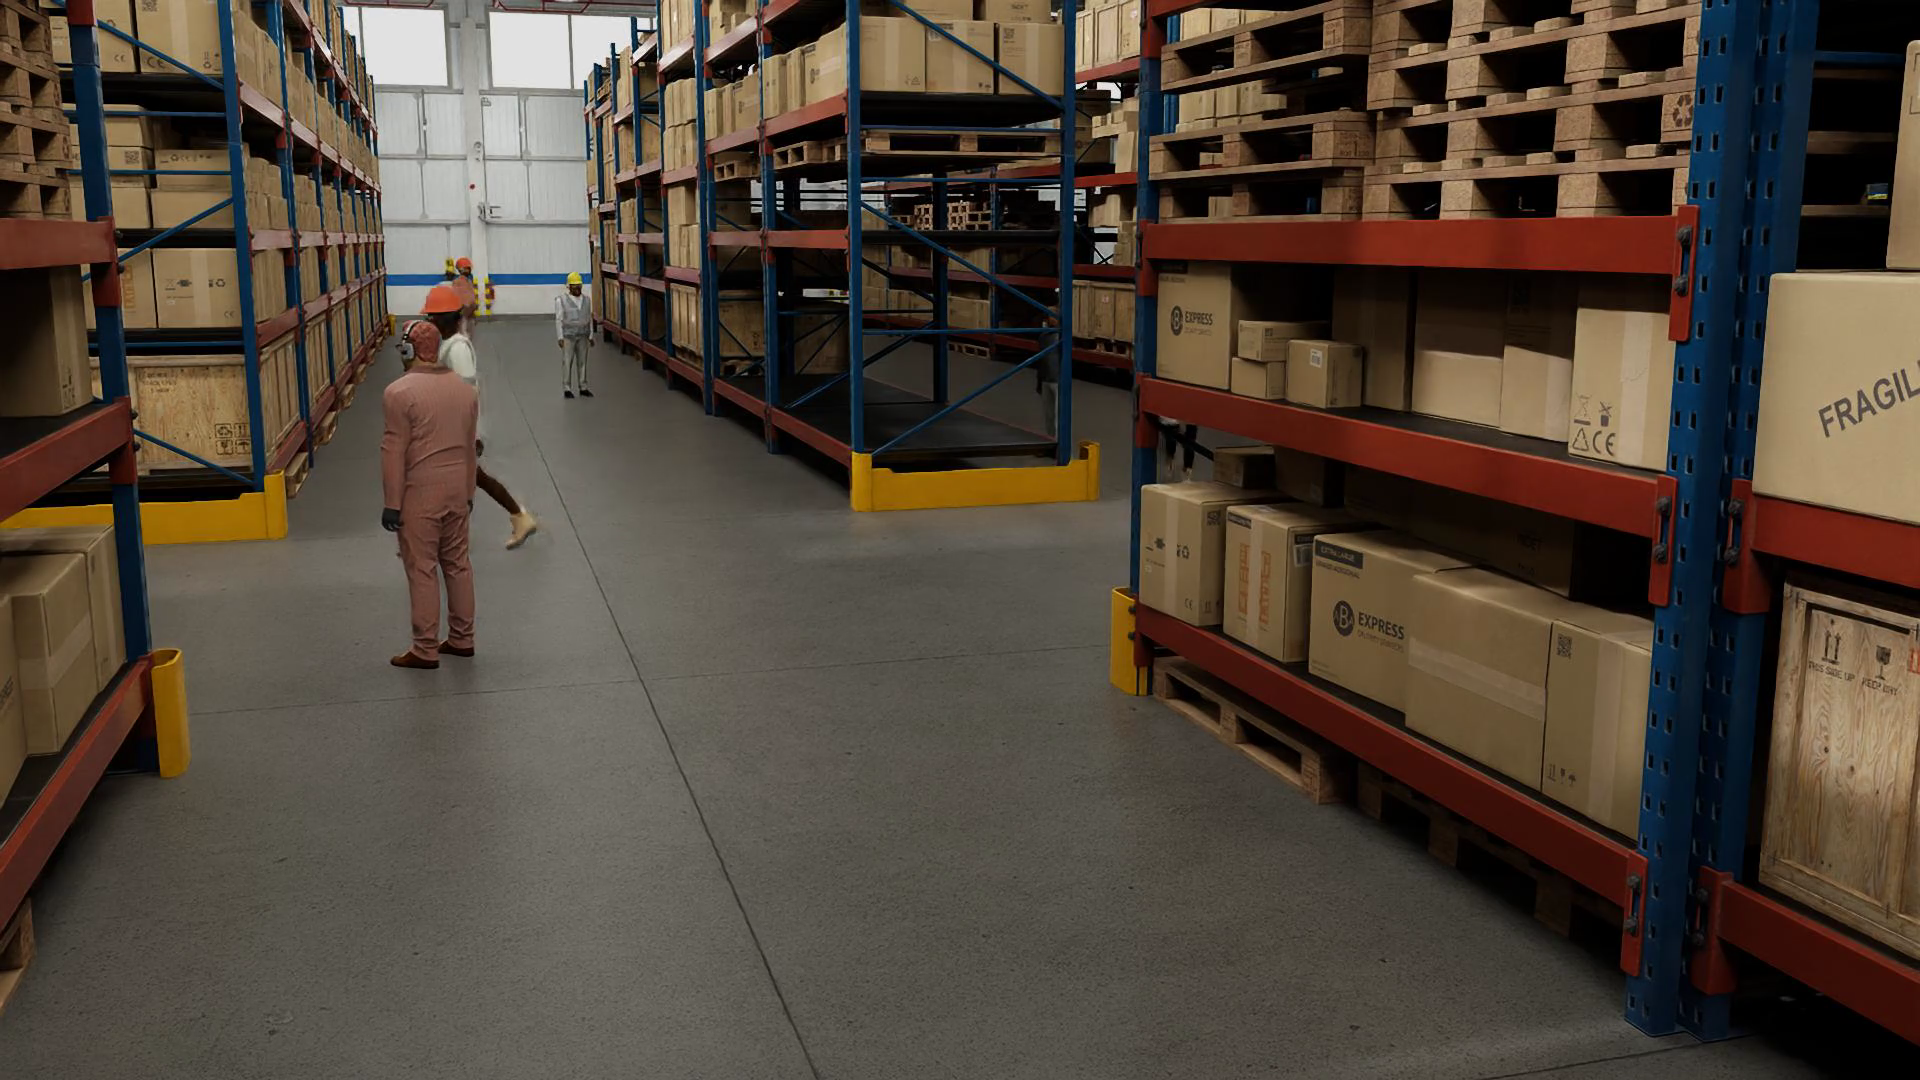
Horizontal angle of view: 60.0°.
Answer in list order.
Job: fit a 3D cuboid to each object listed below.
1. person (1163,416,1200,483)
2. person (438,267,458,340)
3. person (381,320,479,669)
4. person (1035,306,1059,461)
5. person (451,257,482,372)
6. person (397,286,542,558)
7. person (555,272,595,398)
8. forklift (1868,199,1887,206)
[{"bbox_3d":[2.120,-1.333,15.623,0.549,1.684,0.371,-1,10,-5],"label":"person"},{"bbox_3d":[-10.537,-4.786,34.473,0.539,1.718,0.894,1,10,4],"label":"person"},{"bbox_3d":[-2.927,-0.250,9.146,0.400,1.901,0.645,5,11,25],"label":"person"},{"bbox_3d":[0.983,-1.651,17.573,0.289,1.627,0.498,-7,13,-34],"label":"person"},{"bbox_3d":[-8.538,-3.873,28.720,0.372,1.997,0.620,2,10,10],"label":"person"},{"bbox_3d":[-3.635,-0.869,12.267,1.002,2.007,0.607,-3,11,-17],"label":"person"},{"bbox_3d":[-5.625,-2.996,24.364,0.588,1.835,0.403,-9,14,-41],"label":"person"},{"bbox_3d":[11.338,-2.915,21.052,1.129,2.768,1.873,-3,11,-17],"label":"forklift"}]
